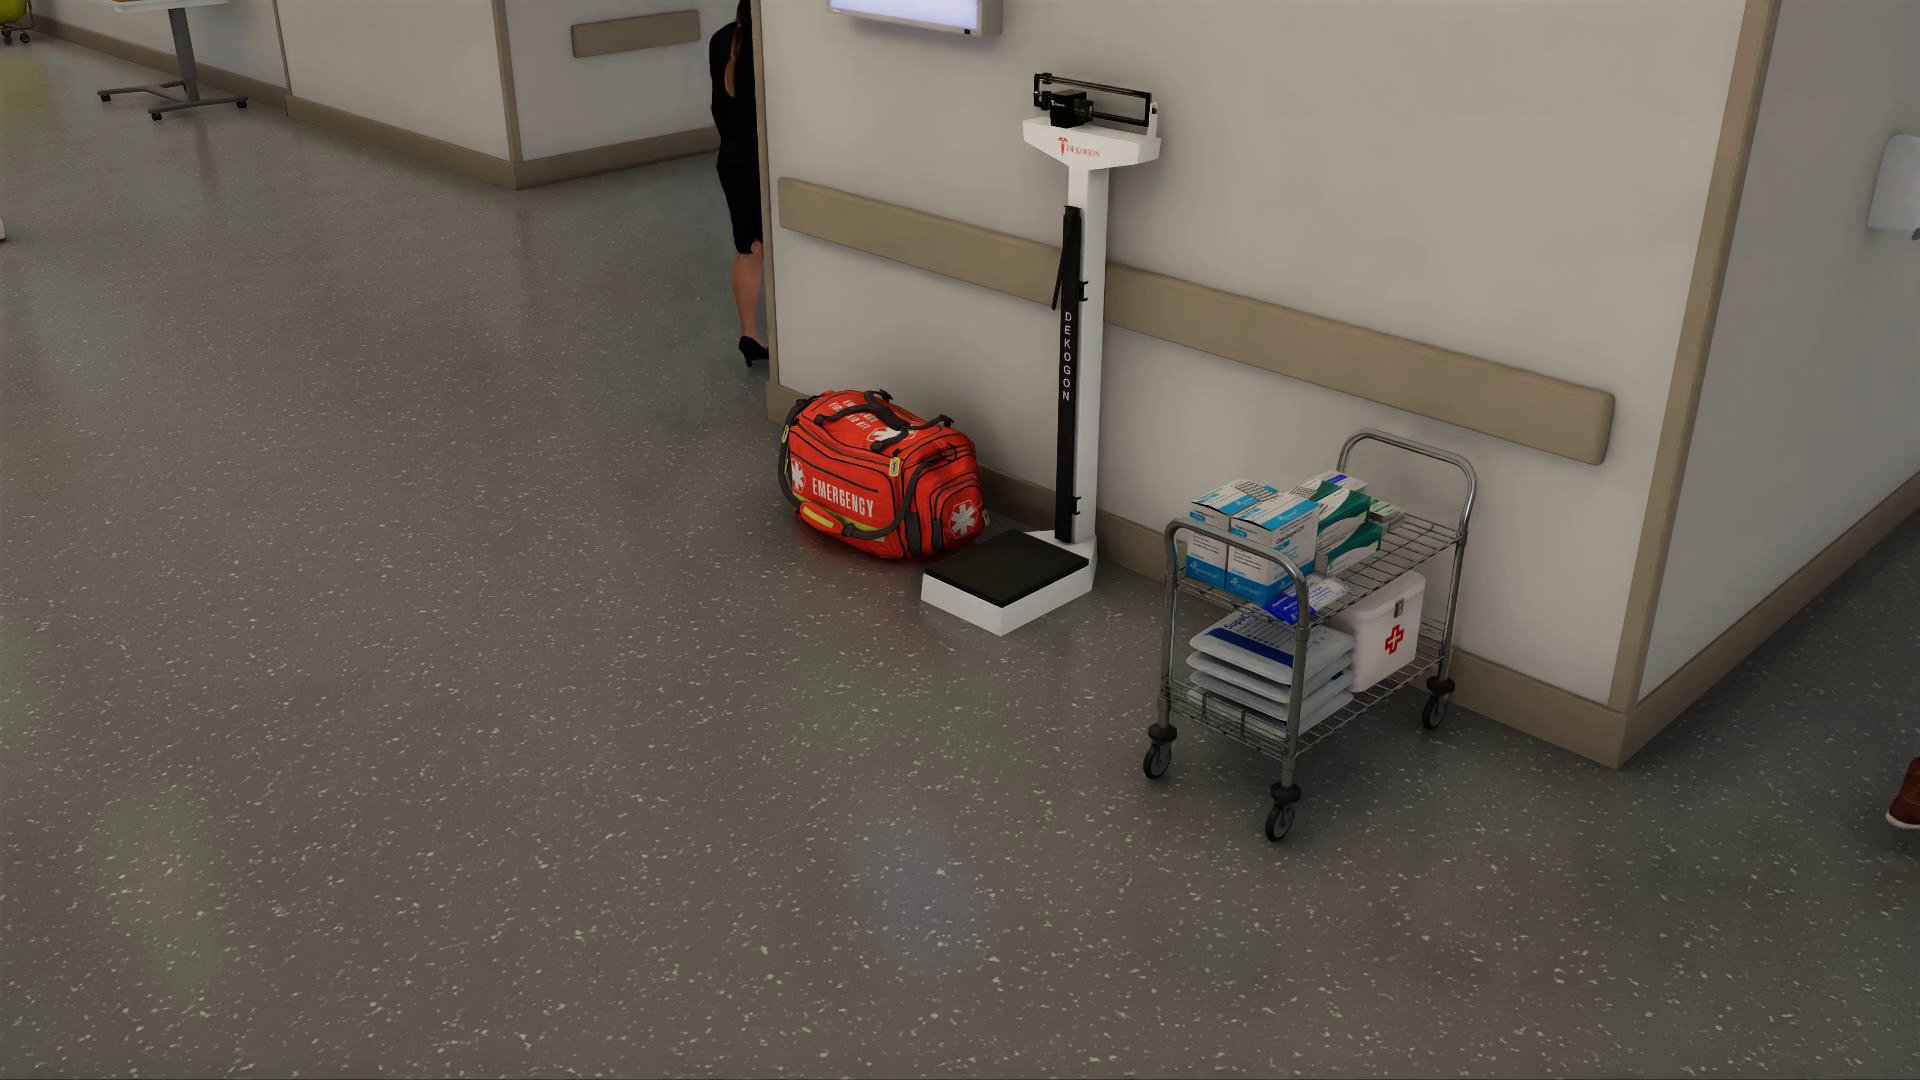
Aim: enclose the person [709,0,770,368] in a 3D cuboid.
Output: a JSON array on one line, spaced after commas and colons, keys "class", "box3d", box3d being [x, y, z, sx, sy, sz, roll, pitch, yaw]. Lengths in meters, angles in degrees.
[{"class": "person", "box3d": [-0.839, -1.510, 6.844, 0.891, 1.655, 0.915, 13, 29, 25]}]
